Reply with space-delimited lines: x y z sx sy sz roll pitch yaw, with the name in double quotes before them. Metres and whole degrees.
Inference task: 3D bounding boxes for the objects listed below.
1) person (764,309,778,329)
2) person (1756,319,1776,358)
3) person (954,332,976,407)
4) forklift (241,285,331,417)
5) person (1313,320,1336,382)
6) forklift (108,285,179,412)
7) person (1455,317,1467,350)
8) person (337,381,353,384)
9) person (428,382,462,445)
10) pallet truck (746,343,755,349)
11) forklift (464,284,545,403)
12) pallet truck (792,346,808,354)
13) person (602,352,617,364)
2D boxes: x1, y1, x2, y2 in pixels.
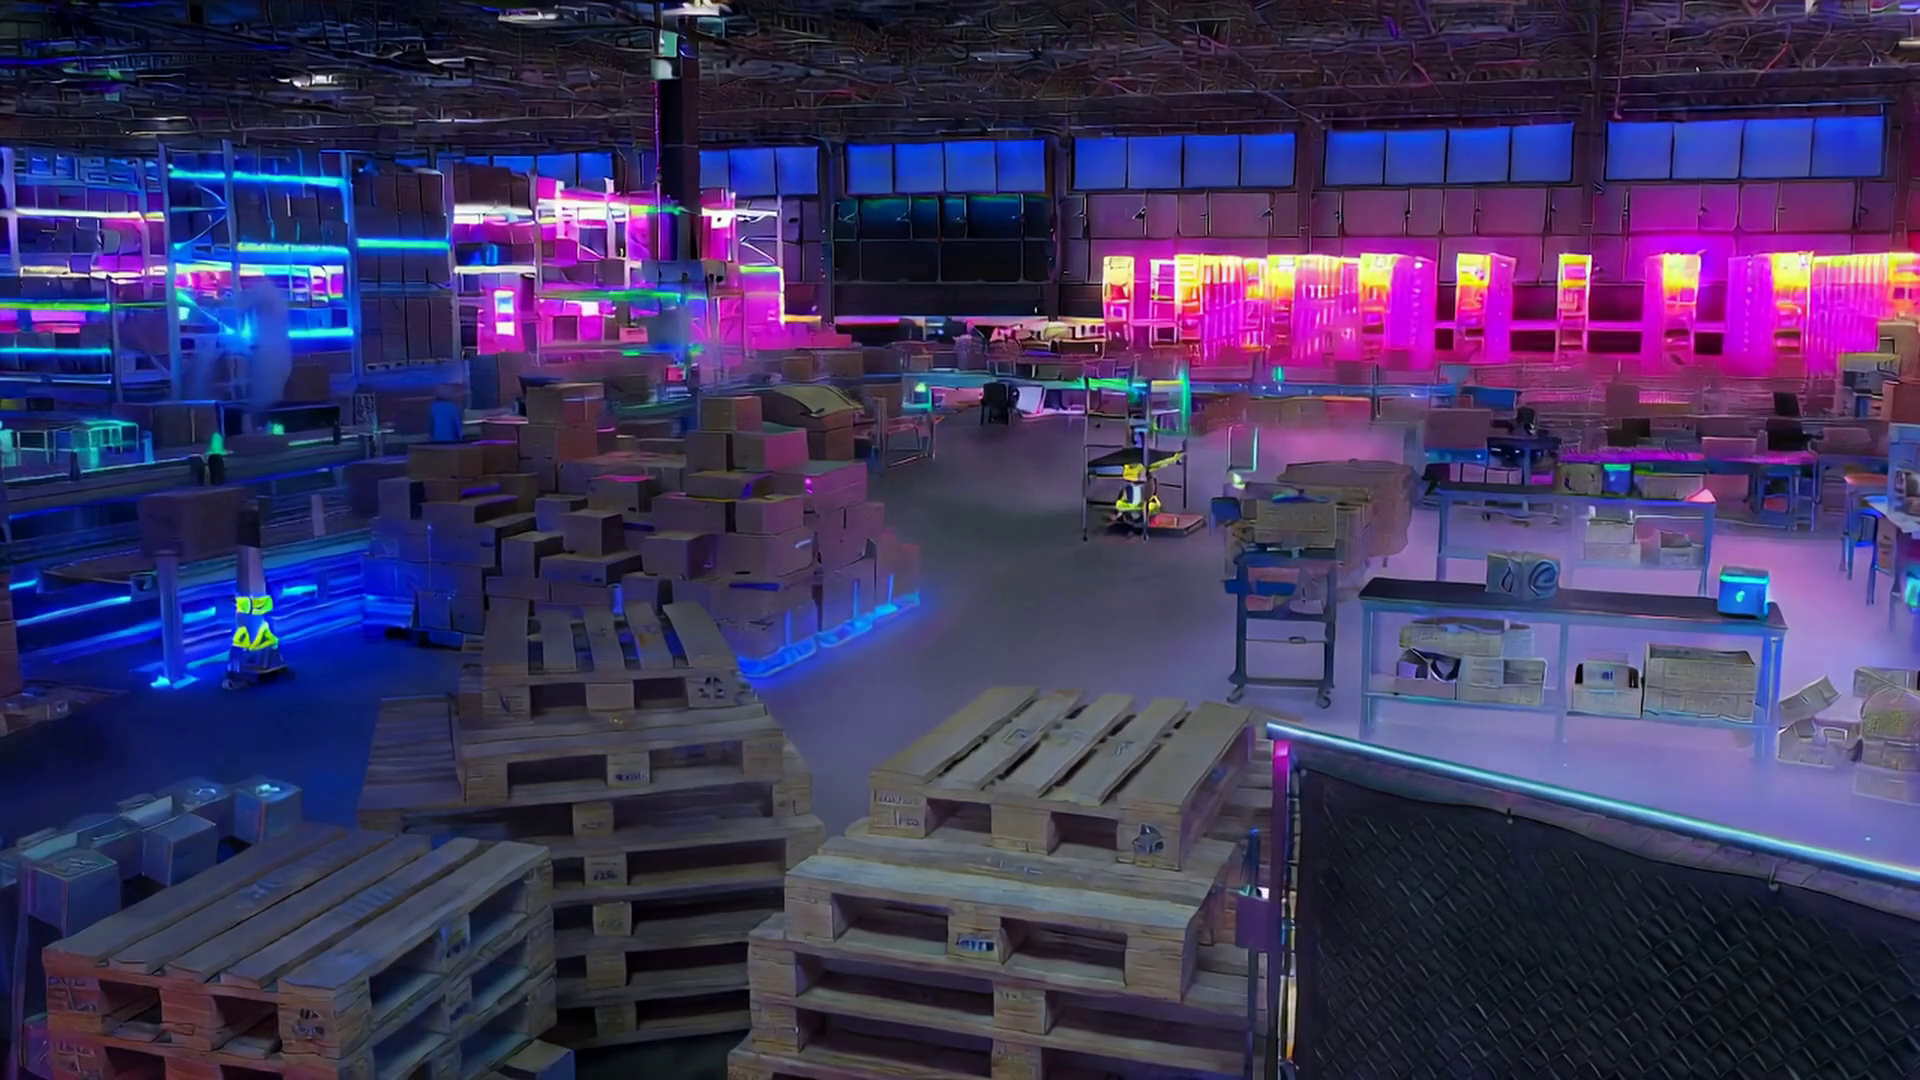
"person" -7.101 -7.755 62.315 0.523 1.745 0.715 4 10 23
"person" 22.974 -5.395 47.317 0.581 1.803 0.529 -5 11 -31
"person" 0.244 -3.920 38.297 0.848 1.731 0.528 1 9 7
"forklift" -14.770 -4.122 35.968 1.873 2.768 1.129 -8 12 -41
"person" 9.468 -4.714 42.803 0.977 1.901 0.602 8 12 40
"forklift" -17.637 -4.209 36.515 1.873 2.768 1.129 3 10 19
"person" 15.428 -6.001 51.216 0.942 1.787 0.614 2 9 11
"person" -17.214 -5.297 46.301 0.543 1.938 0.356 -1 9 -6
"person" -6.830 -1.299 22.169 0.522 1.618 0.342 3 10 20
"pallet truck" -6.183 -4.618 44.264 1.601 1.201 0.680 -9 12 -43
"forklift" -10.832 -4.702 39.610 1.129 2.768 1.873 3 10 20
"pallet truck" -3.705 -4.298 42.022 0.653 1.274 1.630 3 10 20
"person" -10.893 -6.005 51.637 0.549 1.647 0.862 2 9 11
